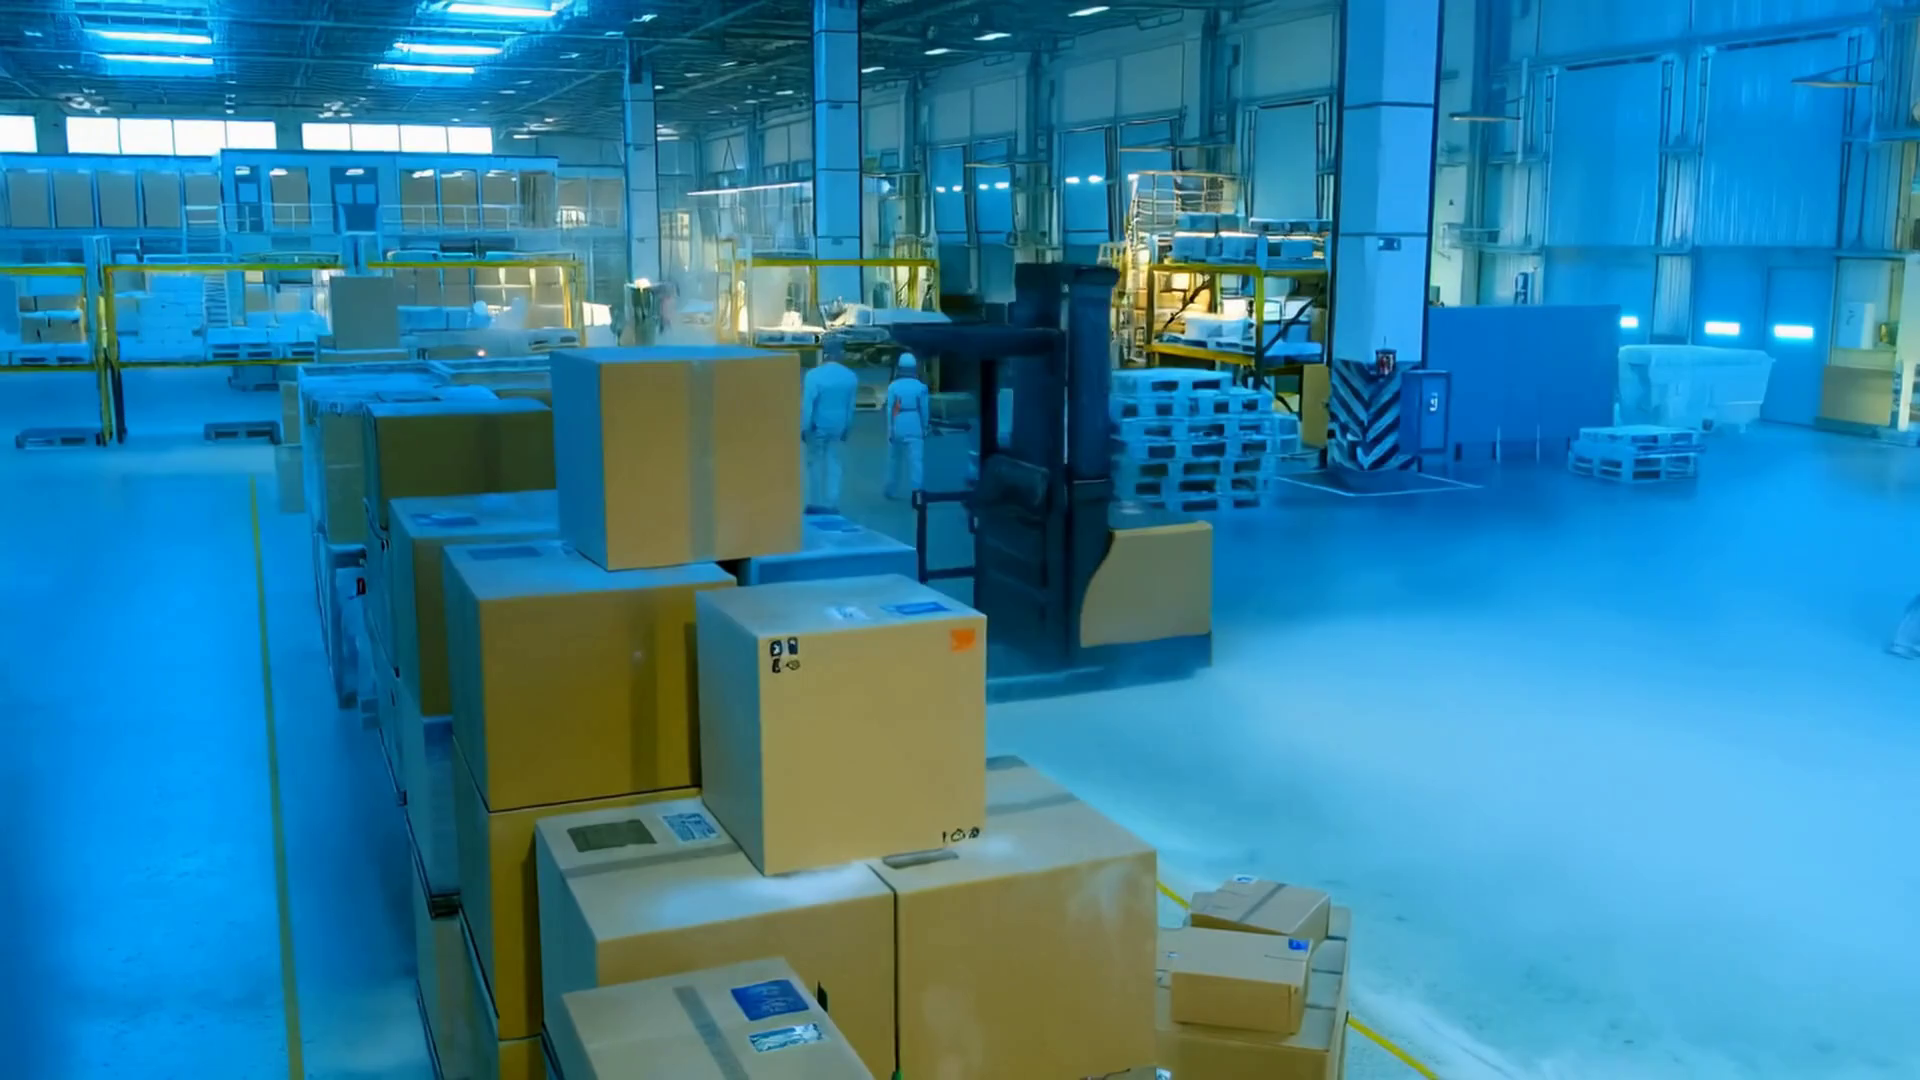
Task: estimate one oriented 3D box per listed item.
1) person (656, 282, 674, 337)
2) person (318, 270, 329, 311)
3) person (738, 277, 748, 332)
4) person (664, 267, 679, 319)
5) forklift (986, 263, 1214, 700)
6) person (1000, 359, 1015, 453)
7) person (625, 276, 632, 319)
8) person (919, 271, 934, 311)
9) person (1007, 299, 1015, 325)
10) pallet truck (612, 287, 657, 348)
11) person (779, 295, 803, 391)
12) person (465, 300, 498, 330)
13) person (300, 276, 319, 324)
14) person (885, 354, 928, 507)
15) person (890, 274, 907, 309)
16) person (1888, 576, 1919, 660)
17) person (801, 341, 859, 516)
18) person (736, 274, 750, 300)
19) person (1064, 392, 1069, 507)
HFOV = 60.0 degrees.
[{"bbox_3d":[-9.026,-7.008,50.627,0.599,1.678,0.535,-6,12,-32],"label":"person"},{"bbox_3d":[-21.646,-8.214,56.604,0.662,1.919,0.443,10,14,42],"label":"person"},{"bbox_3d":[-6.915,-7.477,52.991,0.330,1.761,0.536,-8,13,-37],"label":"person"},{"bbox_3d":[-10.721,-9.144,61.649,0.859,1.939,0.637,5,11,24],"label":"person"},{"bbox_3d":[0.705,-0.473,11.293,1.873,2.768,1.129,-4,11,-23],"label":"forklift"},{"bbox_3d":[0.489,-0.955,16.857,0.759,1.822,0.541,5,11,24],"label":"person"},{"bbox_3d":[-12.130,-9.139,61.653,0.602,1.938,0.401,2,10,11],"label":"person"},{"bbox_3d":[-1.101,-8.196,56.633,0.607,1.868,1.004,-6,12,-28],"label":"person"},{"bbox_3d":[1.346,-4.770,37.467,0.619,1.977,0.589,6,12,29],"label":"person"},{"bbox_3d":[-6.464,-4.406,35.401,0.823,1.965,1.885,6,12,32],"label":"pallet truck"},{"bbox_3d":[-3.333,-3.854,32.676,0.575,1.885,0.355,8,13,38],"label":"person"},{"bbox_3d":[-8.999,-3.584,31.312,0.621,1.841,0.429,-3,11,-16],"label":"person"},{"bbox_3d":[-19.910,-7.153,50.900,0.533,1.868,0.310,-2,11,-13],"label":"person"},{"bbox_3d":[-0.609,-1.237,18.732,0.503,1.697,0.870,-3,11,-18],"label":"person"},{"bbox_3d":[-1.915,-7.360,51.985,0.549,1.892,0.974,-2,10,-8],"label":"person"},{"bbox_3d":[6.975,0.121,11.578,0.521,1.570,0.881,-8,13,-37],"label":"person"},{"bbox_3d":[-1.446,-1.192,17.969,0.719,1.896,0.635,-5,11,-26],"label":"person"},{"bbox_3d":[-7.227,-7.945,55.384,0.634,1.823,0.631,7,12,33],"label":"person"},{"bbox_3d":[1.050,-0.617,14.713,0.651,1.927,0.472,-8,13,-37],"label":"person"}]
